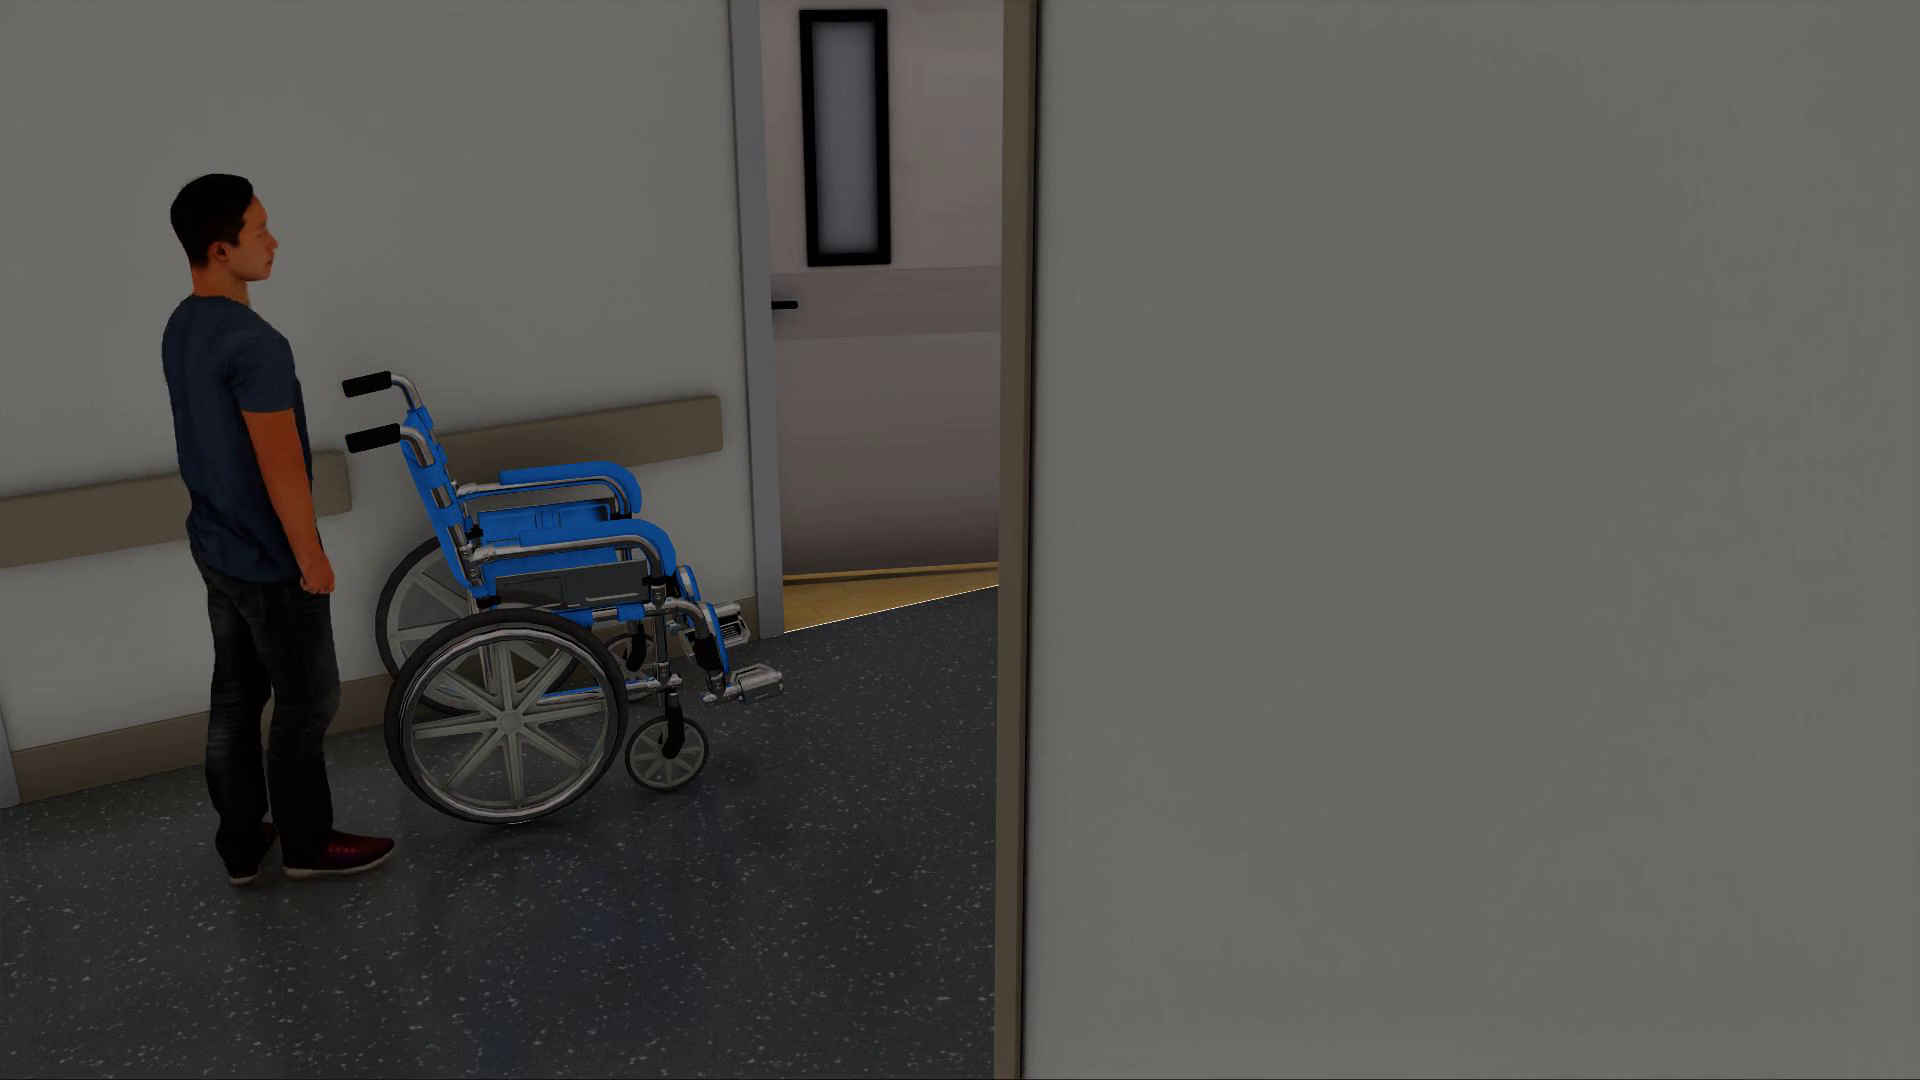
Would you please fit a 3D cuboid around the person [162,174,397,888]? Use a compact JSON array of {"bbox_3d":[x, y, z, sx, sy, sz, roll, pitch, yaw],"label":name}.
[{"bbox_3d":[-1.771,0.015,4.116,0.752,1.797,0.699,16,26,36],"label":"person"}]
